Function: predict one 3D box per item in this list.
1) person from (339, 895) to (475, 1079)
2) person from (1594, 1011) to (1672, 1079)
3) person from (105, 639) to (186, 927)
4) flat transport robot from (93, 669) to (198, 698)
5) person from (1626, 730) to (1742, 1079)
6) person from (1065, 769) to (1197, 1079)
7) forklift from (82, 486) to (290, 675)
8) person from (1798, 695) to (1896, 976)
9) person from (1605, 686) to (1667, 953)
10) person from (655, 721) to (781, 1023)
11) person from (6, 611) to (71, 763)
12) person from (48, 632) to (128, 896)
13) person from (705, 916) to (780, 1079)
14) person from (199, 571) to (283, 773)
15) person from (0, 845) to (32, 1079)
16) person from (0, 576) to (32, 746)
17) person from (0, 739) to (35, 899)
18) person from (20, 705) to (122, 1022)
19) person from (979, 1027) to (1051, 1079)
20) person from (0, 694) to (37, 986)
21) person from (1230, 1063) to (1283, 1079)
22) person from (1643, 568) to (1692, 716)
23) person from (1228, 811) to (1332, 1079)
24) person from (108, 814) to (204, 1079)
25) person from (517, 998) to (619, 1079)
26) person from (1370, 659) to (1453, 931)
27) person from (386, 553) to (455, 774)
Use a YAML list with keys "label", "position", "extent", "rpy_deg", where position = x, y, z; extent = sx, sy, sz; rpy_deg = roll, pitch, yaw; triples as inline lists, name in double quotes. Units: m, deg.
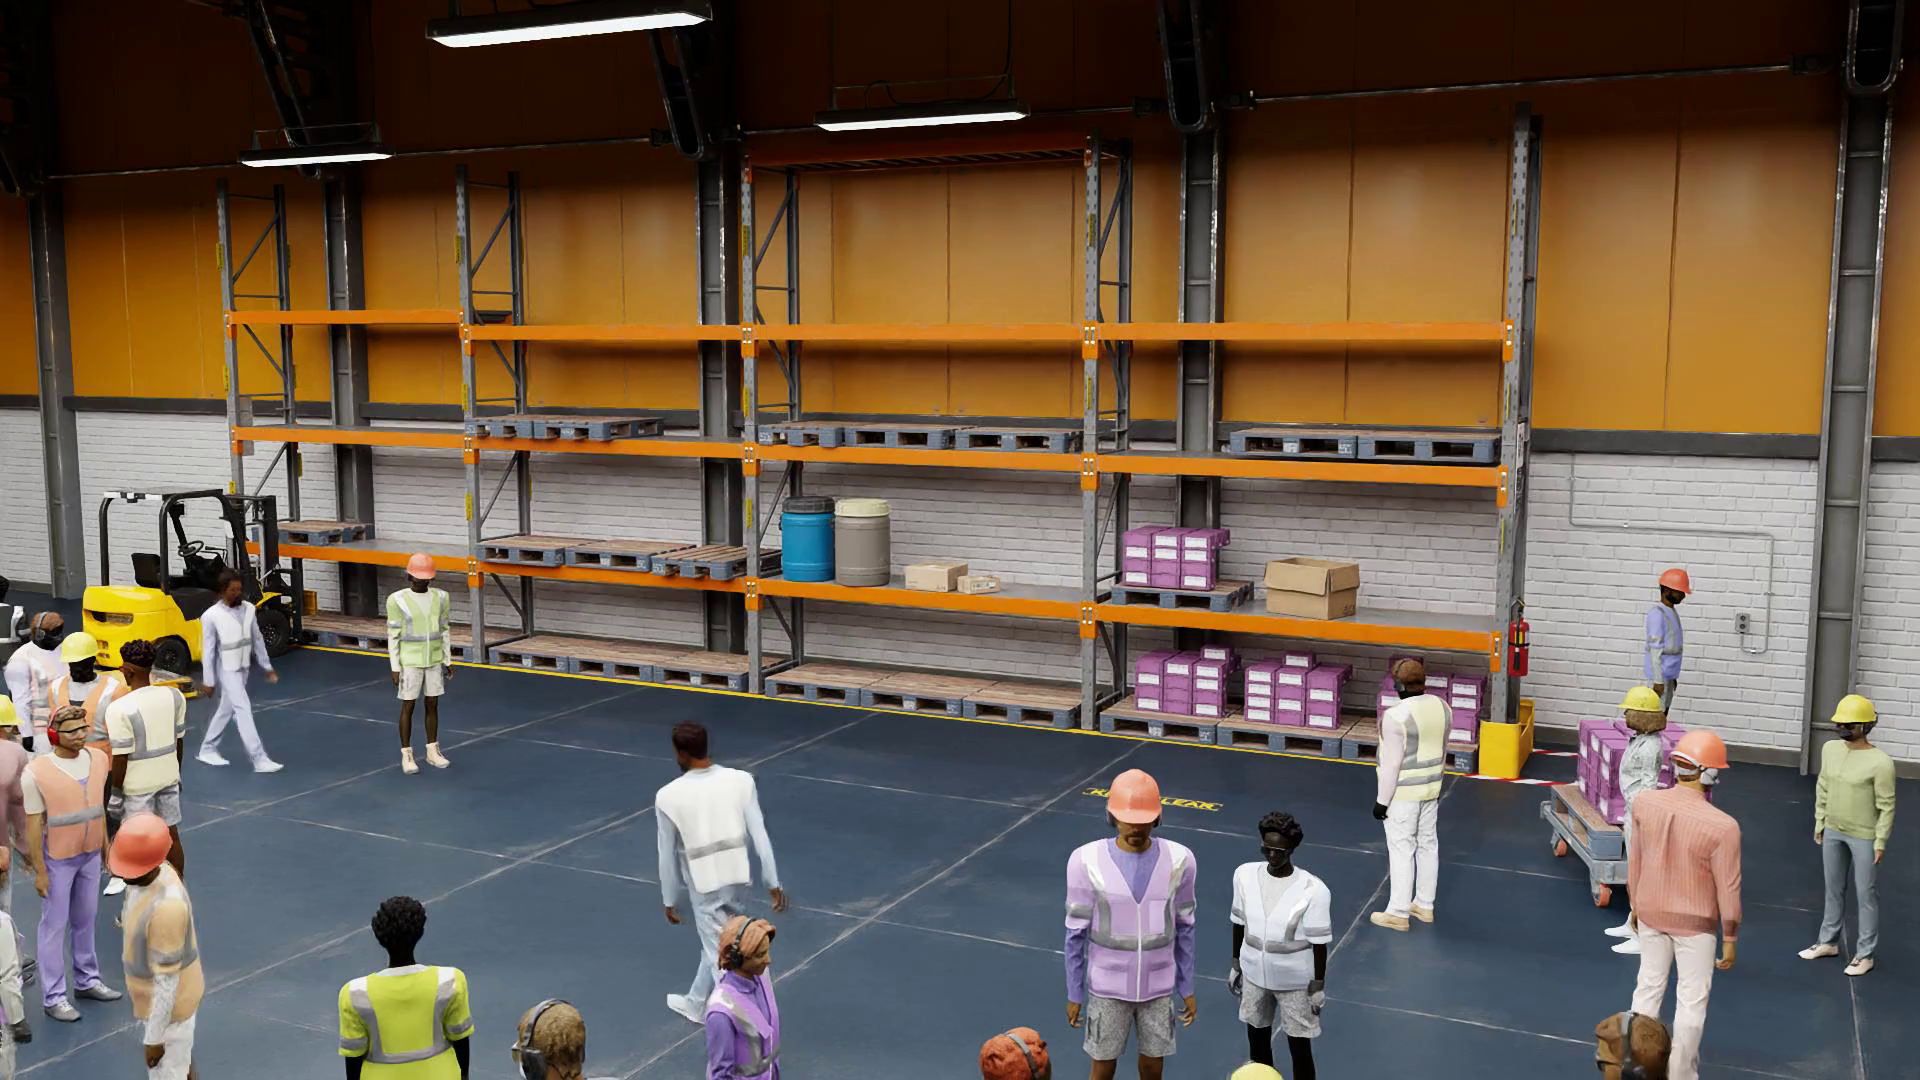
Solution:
- label: "person"
  position: [-2.283, 2.307, 6.901]
  extent: [0.533, 1.697, 0.318]
  rpy_deg: [-3, 7, -21]
- label: "person"
  position: [2.170, 2.425, 5.437]
  extent: [0.570, 1.818, 0.509]
  rpy_deg: [6, 9, 40]
- label: "person"
  position: [-5.531, 1.641, 11.302]
  extent: [0.367, 1.966, 0.606]
  rpy_deg: [2, 7, 19]
- label: "flat transport robot"
  position: [-9.139, 1.606, 18.533]
  extent: [1.431, 0.197, 0.652]
  rpy_deg: [6, 9, 42]
- label: "person"
  position: [3.757, 1.960, 8.628]
  extent: [0.410, 1.980, 0.631]
  rpy_deg: [-5, 8, -33]
- label: "person"
  position: [0.792, 2.047, 7.640]
  extent: [0.616, 2.040, 0.382]
  rpy_deg: [-1, 7, -6]
- label: "forklift"
  position: [-9.426, 0.454, 20.179]
  extent: [1.214, 2.155, 2.313]
  rpy_deg: [3, 8, 26]
- label: "person"
  position: [5.597, 1.842, 10.457]
  extent: [0.330, 1.769, 0.526]
  rpy_deg: [-3, 7, -21]
- label: "person"
  position: [4.407, 1.810, 10.823]
  extent: [0.294, 1.744, 0.486]
  rpy_deg: [2, 7, 15]
- label: "person"
  position: [-1.371, 1.940, 9.368]
  extent: [0.653, 1.847, 0.992]
  rpy_deg: [-5, 8, -34]
- label: "person"
  position: [-7.224, 1.475, 13.218]
  extent: [0.429, 1.836, 0.632]
  rpy_deg: [2, 7, 16]
- label: "person"
  position: [-6.221, 1.597, 11.890]
  extent: [0.582, 1.919, 0.397]
  rpy_deg: [1, 7, 7]
- label: "person"
  position: [-0.899, 2.343, 6.885]
  extent: [0.318, 1.631, 0.523]
  rpy_deg: [2, 7, 13]
- label: "person"
  position: [-6.701, 1.202, 15.345]
  extent: [0.995, 1.872, 0.608]
  rpy_deg: [2, 7, 15]
- label: "person"
  position: [-4.554, 2.233, 7.787]
  extent: [0.515, 1.637, 0.314]
  rpy_deg: [5, 9, 38]
- label: "person"
  position: [-9.322, 1.188, 16.189]
  extent: [0.536, 1.688, 0.320]
  rpy_deg: [-3, 8, -25]
- label: "person"
  position: [-5.787, 1.867, 9.786]
  extent: [0.703, 1.900, 0.643]
  rpy_deg: [3, 8, 26]
- label: "person"
  position: [-5.262, 1.877, 9.837]
  extent: [0.397, 1.847, 0.564]
  rpy_deg: [2, 7, 18]
- label: "person"
  position: [0.176, 2.427, 5.148]
  extent: [0.353, 1.884, 0.578]
  rpy_deg: [-4, 8, -31]
- label: "person"
  position: [-5.924, 1.846, 10.214]
  extent: [0.403, 1.821, 0.602]
  rpy_deg: [-4, 8, -30]
- label: "person"
  position: [0.970, 2.494, 5.226]
  extent: [0.525, 1.729, 0.452]
  rpy_deg: [-1, 7, -11]
- label: "person"
  position: [6.382, 1.209, 15.029]
  extent: [0.371, 1.928, 0.543]
  rpy_deg: [5, 8, 34]
- label: "person"
  position: [1.568, 2.156, 8.202]
  extent: [0.539, 1.693, 0.321]
  rpy_deg: [5, 9, 37]
- label: "person"
  position: [-3.699, 2.129, 7.660]
  extent: [0.376, 1.891, 0.714]
  rpy_deg: [-4, 8, -33]
- label: "person"
  position: [-1.247, 2.395, 5.257]
  extent: [0.383, 1.928, 0.636]
  rpy_deg: [3, 8, 26]
- label: "person"
  position: [3.029, 1.712, 11.257]
  extent: [0.619, 1.838, 0.430]
  rpy_deg: [-5, 8, -35]
- label: "person"
  position: [-4.948, 1.122, 15.321]
  extent: [0.605, 2.033, 0.392]
  rpy_deg: [-7, 10, -43]
